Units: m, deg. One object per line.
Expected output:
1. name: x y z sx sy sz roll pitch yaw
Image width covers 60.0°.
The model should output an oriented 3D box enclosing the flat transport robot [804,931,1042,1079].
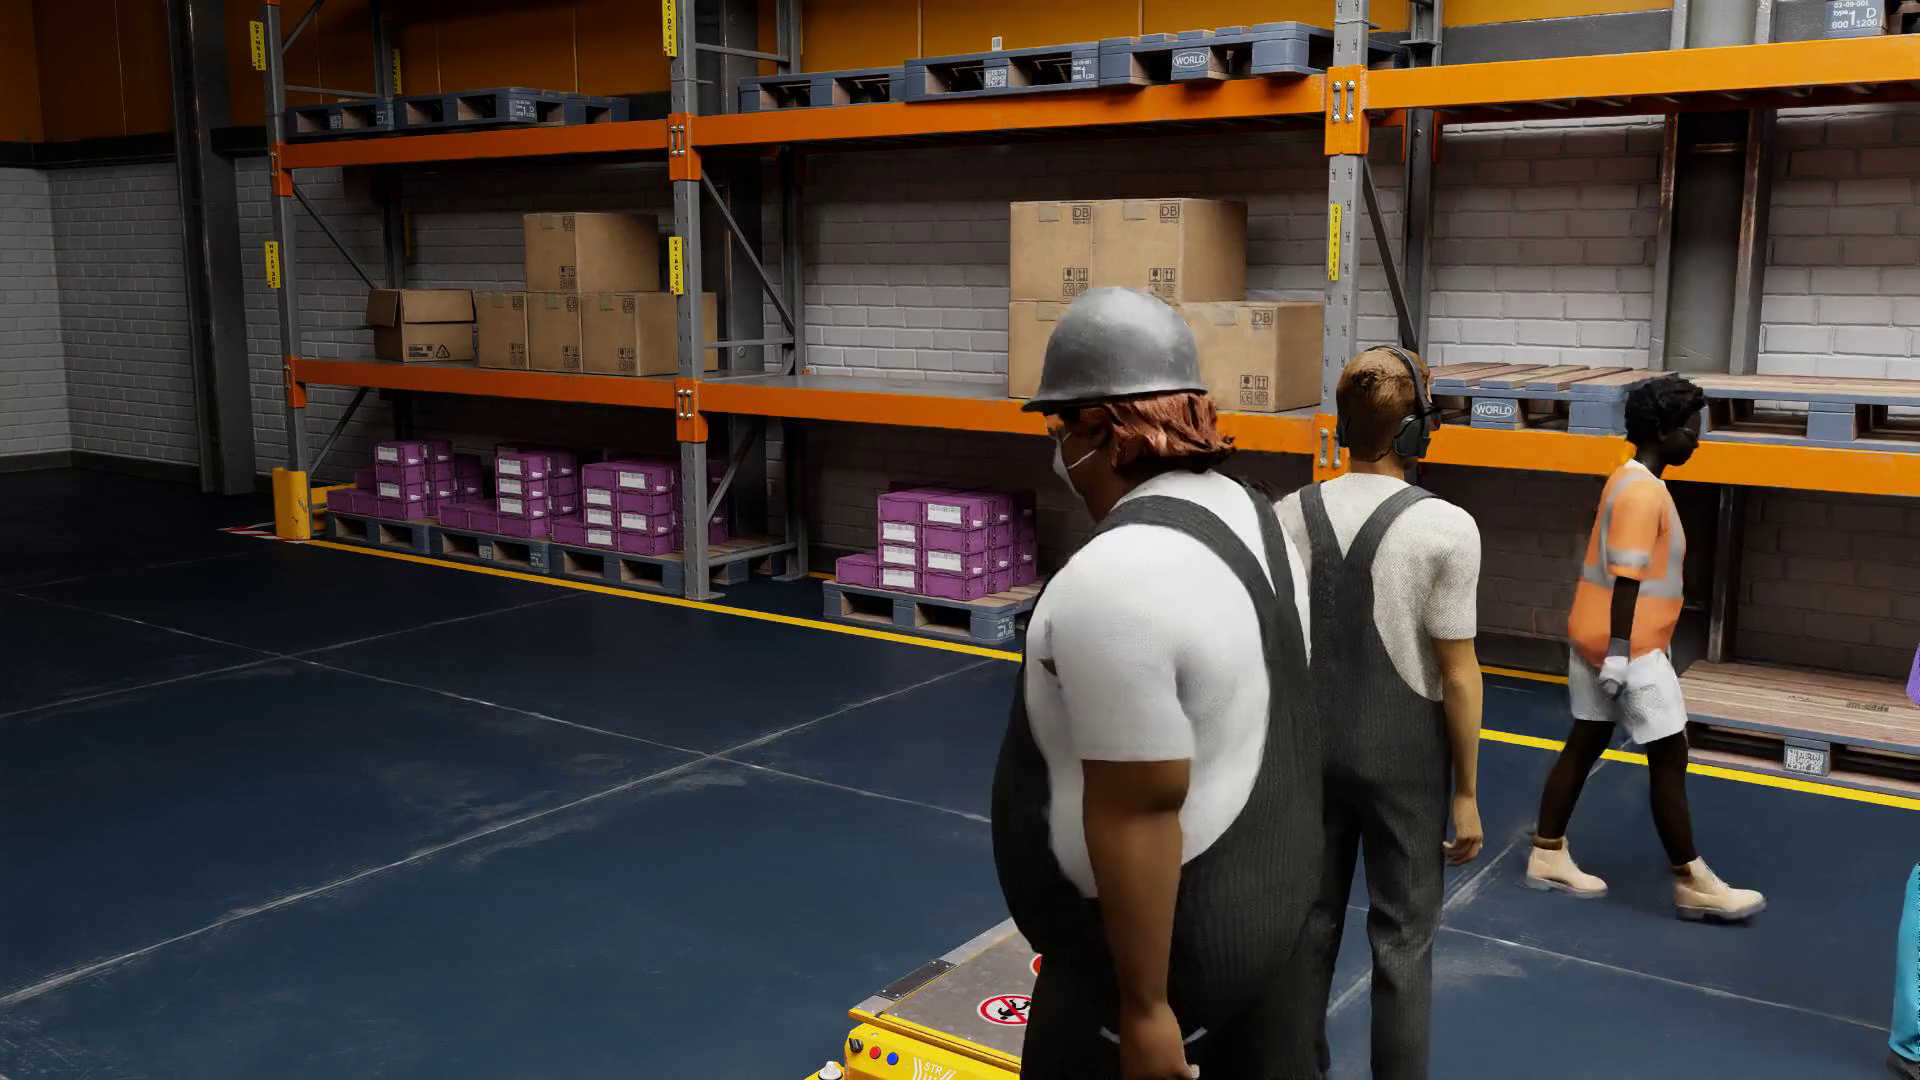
1. flat transport robot: 0.254 1.194 4.191 0.652 0.197 1.431 7 12 35

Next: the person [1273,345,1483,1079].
1. person: 0.892 0.505 3.611 0.507 1.847 0.343 9 13 42

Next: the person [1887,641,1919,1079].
1. person: 2.516 0.435 4.025 0.567 1.844 0.375 -6 11 -32

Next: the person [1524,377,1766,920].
1. person: 2.178 0.332 5.163 0.797 1.656 0.544 3 10 17
